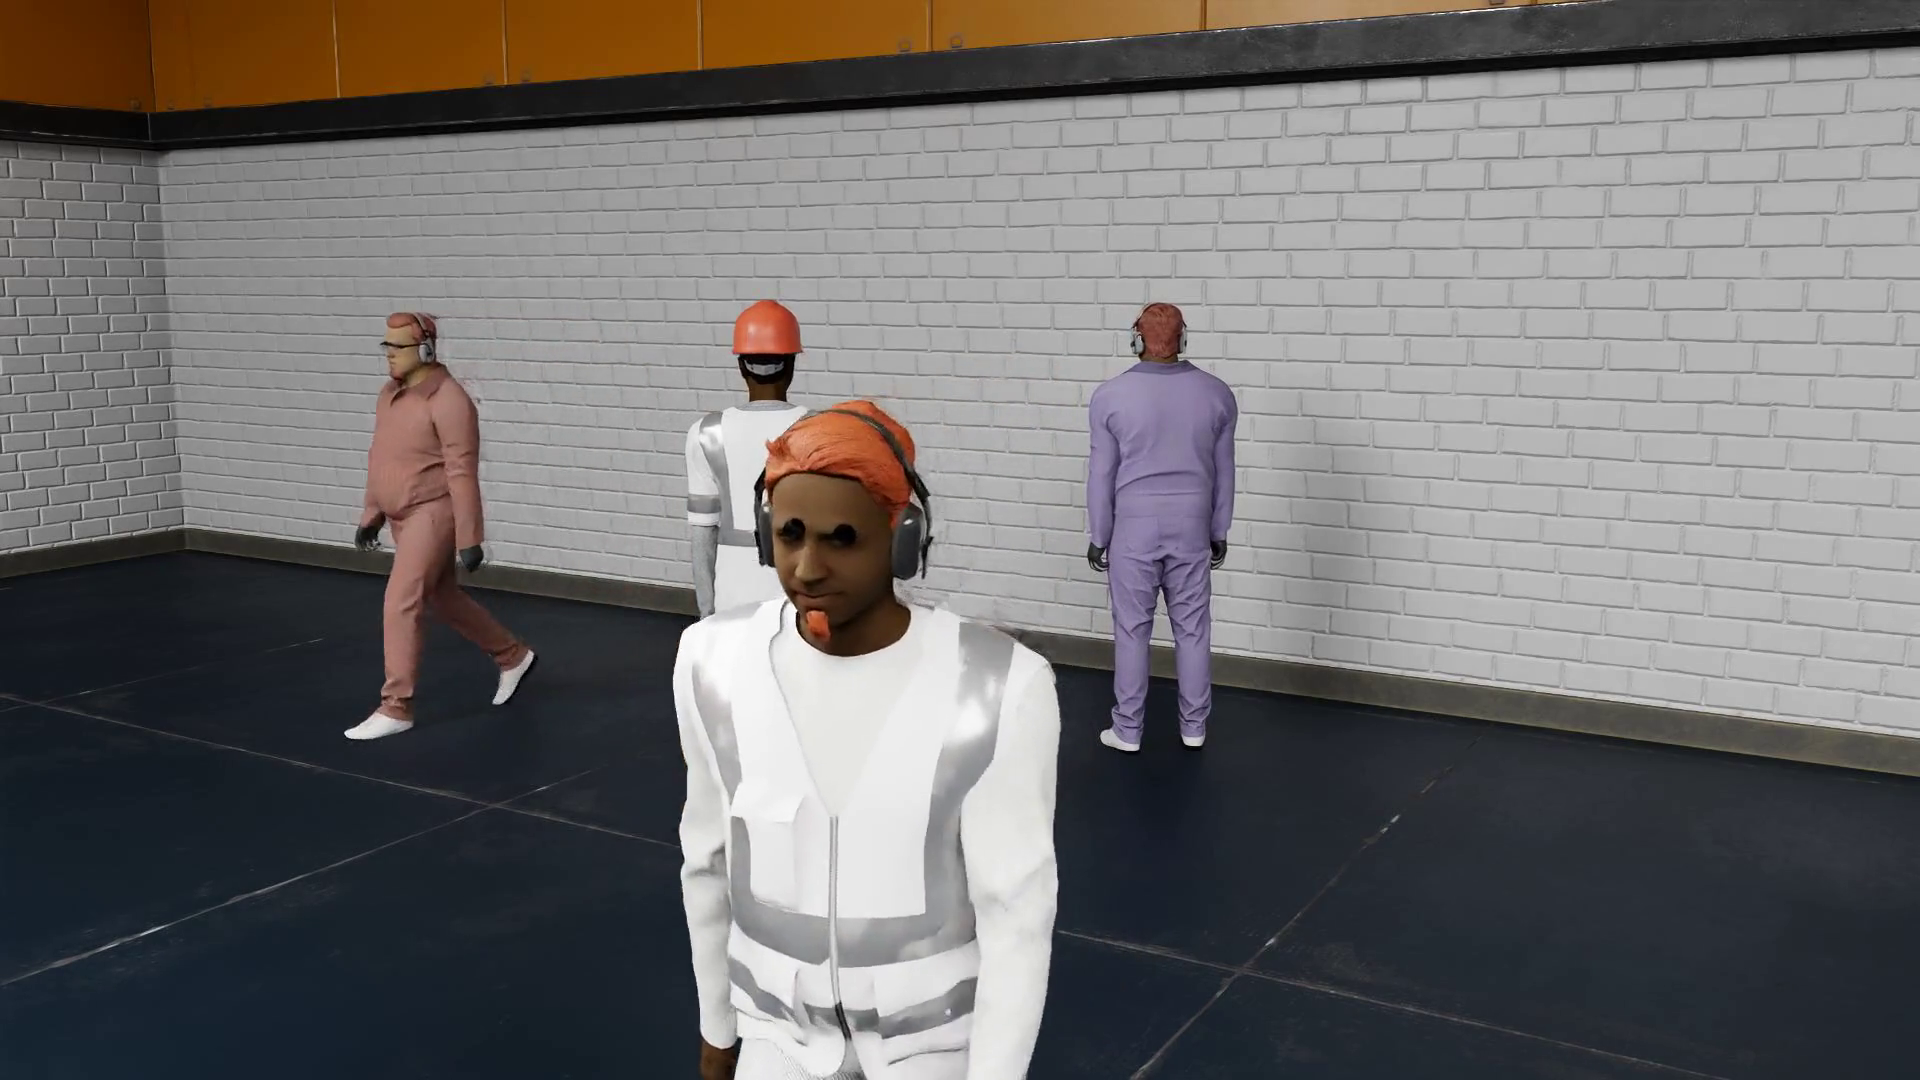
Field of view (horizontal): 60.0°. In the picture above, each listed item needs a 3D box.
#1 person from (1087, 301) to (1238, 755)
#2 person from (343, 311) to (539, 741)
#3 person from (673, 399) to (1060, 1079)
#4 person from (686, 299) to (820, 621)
[{"bbox_3d":[0.833,-0.042,7.006,0.643,1.908,0.411,-2,9,-10],"label":"person"},{"bbox_3d":[-2.325,-0.090,7.438,0.928,1.869,0.645,-8,12,-40],"label":"person"},{"bbox_3d":[-0.151,0.737,2.294,0.583,1.852,0.731,2,9,11],"label":"person"},{"bbox_3d":[-0.607,0.192,5.440,0.545,1.940,0.352,0,9,-1],"label":"person"}]
